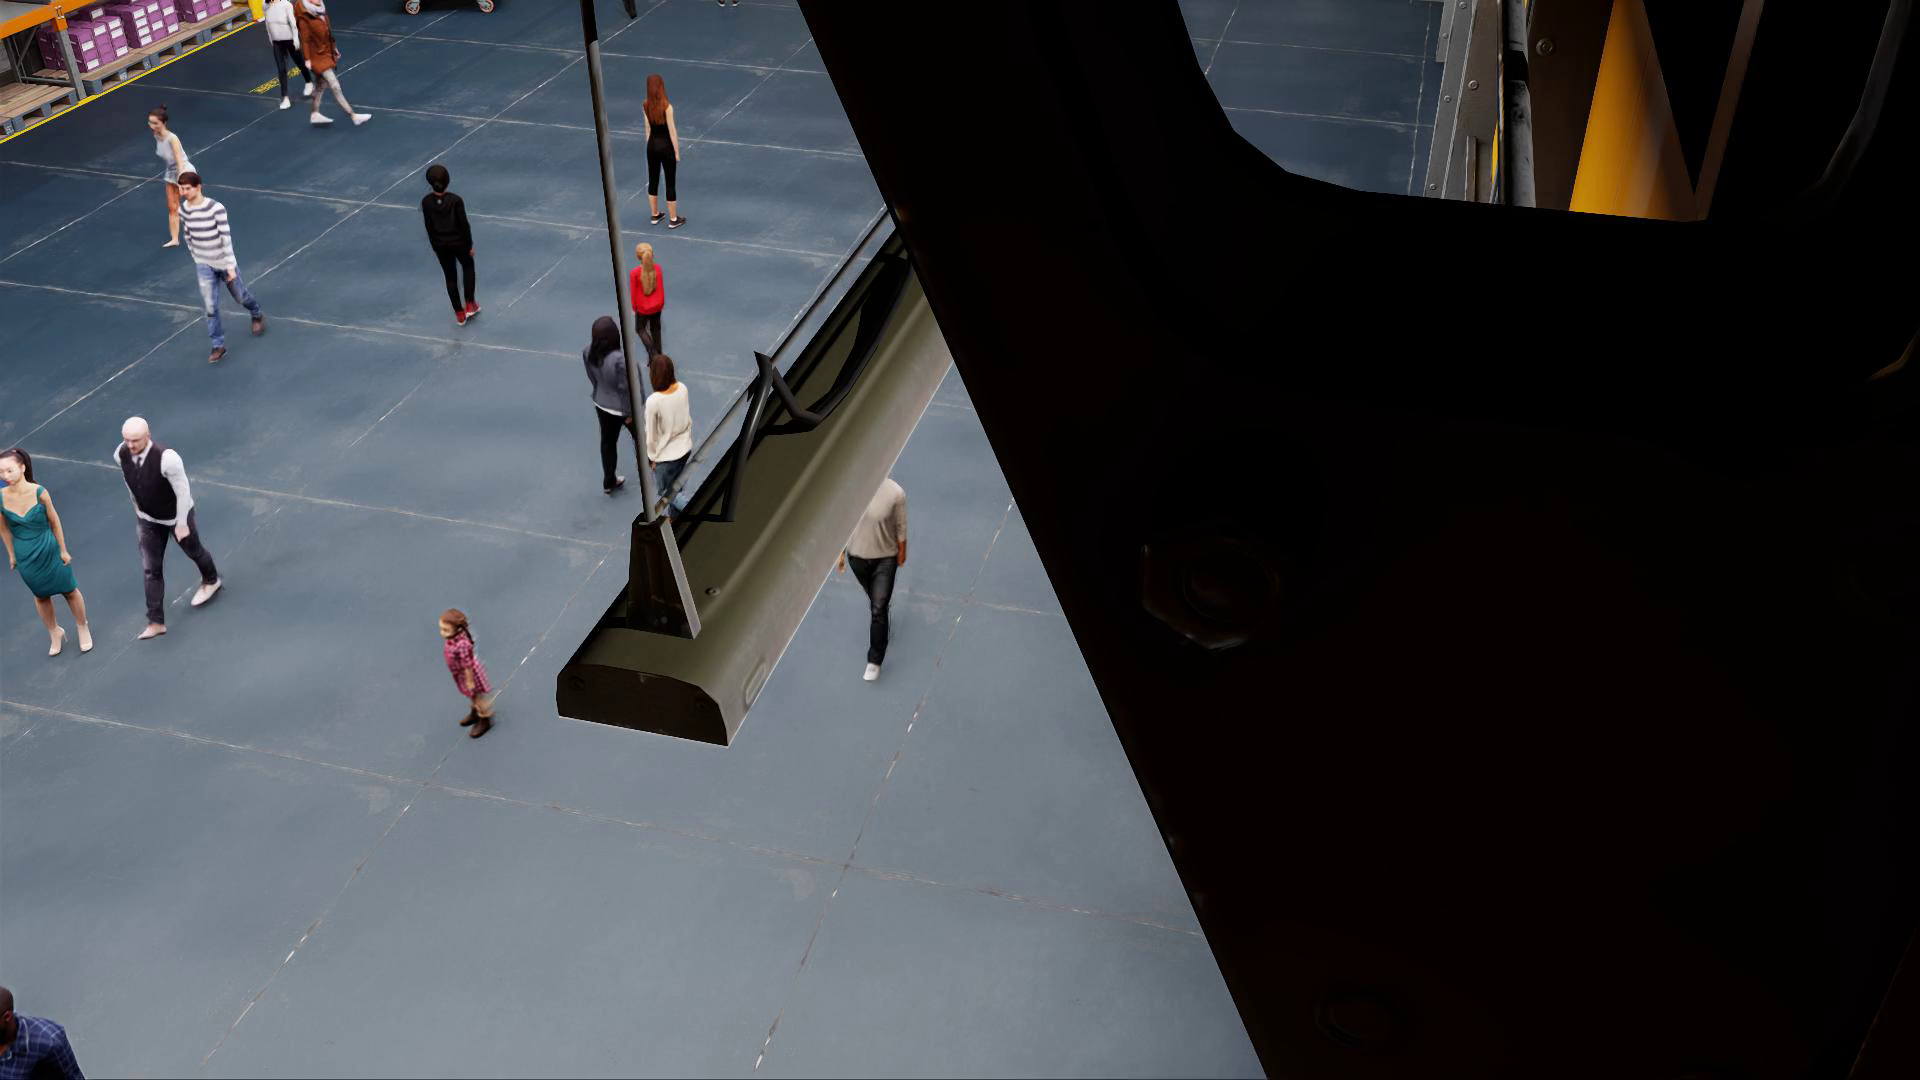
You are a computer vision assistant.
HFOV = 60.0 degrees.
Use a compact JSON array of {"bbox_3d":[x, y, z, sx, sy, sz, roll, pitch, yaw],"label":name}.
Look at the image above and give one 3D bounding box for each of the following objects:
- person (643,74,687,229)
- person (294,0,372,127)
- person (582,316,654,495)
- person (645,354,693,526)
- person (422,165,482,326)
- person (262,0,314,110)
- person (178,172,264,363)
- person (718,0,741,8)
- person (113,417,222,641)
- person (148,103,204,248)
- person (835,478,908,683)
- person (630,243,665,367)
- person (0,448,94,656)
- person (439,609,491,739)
[{"bbox_3d":[-3.393,-4.409,18.827,0.605,1.722,0.583,16,37,23],"label":"person"},{"bbox_3d":[-8.329,-6.200,21.461,0.947,1.789,1.113,1,34,1],"label":"person"},{"bbox_3d":[-2.931,-1.105,14.000,0.847,1.565,1.065,18,38,25],"label":"person"},{"bbox_3d":[-2.244,-0.684,13.279,0.871,1.661,0.944,22,39,29],"label":"person"},{"bbox_3d":[-5.104,-2.920,16.641,0.702,1.663,0.735,-1,34,-1],"label":"person"},{"bbox_3d":[-9.011,-6.708,22.346,0.760,1.657,1.157,3,34,4],"label":"person"},{"bbox_3d":[-7.195,-2.726,16.213,0.837,1.813,1.226,0,34,1],"label":"person"},{"bbox_3d":[-3.724,-9.290,26.199,0.688,1.691,0.667,-2,34,-4],"label":"person"},{"bbox_3d":[-5.870,-0.197,12.445,0.821,1.772,1.191,7,34,11],"label":"person"},{"bbox_3d":[-8.561,-4.052,18.409,0.759,1.591,1.032,23,40,30],"label":"person"},{"bbox_3d":[-0.623,0.045,12.084,0.665,1.769,1.137,7,34,10],"label":"person"},{"bbox_3d":[-2.963,-2.221,15.941,0.642,1.274,0.700,-22,39,-29],"label":"person"},{"bbox_3d":[-6.674,0.100,12.077,0.625,1.685,0.630,-7,34,-10],"label":"person"},{"bbox_3d":[-3.412,0.896,11.481,0.557,1.020,0.506,-23,40,-31],"label":"person"}]
